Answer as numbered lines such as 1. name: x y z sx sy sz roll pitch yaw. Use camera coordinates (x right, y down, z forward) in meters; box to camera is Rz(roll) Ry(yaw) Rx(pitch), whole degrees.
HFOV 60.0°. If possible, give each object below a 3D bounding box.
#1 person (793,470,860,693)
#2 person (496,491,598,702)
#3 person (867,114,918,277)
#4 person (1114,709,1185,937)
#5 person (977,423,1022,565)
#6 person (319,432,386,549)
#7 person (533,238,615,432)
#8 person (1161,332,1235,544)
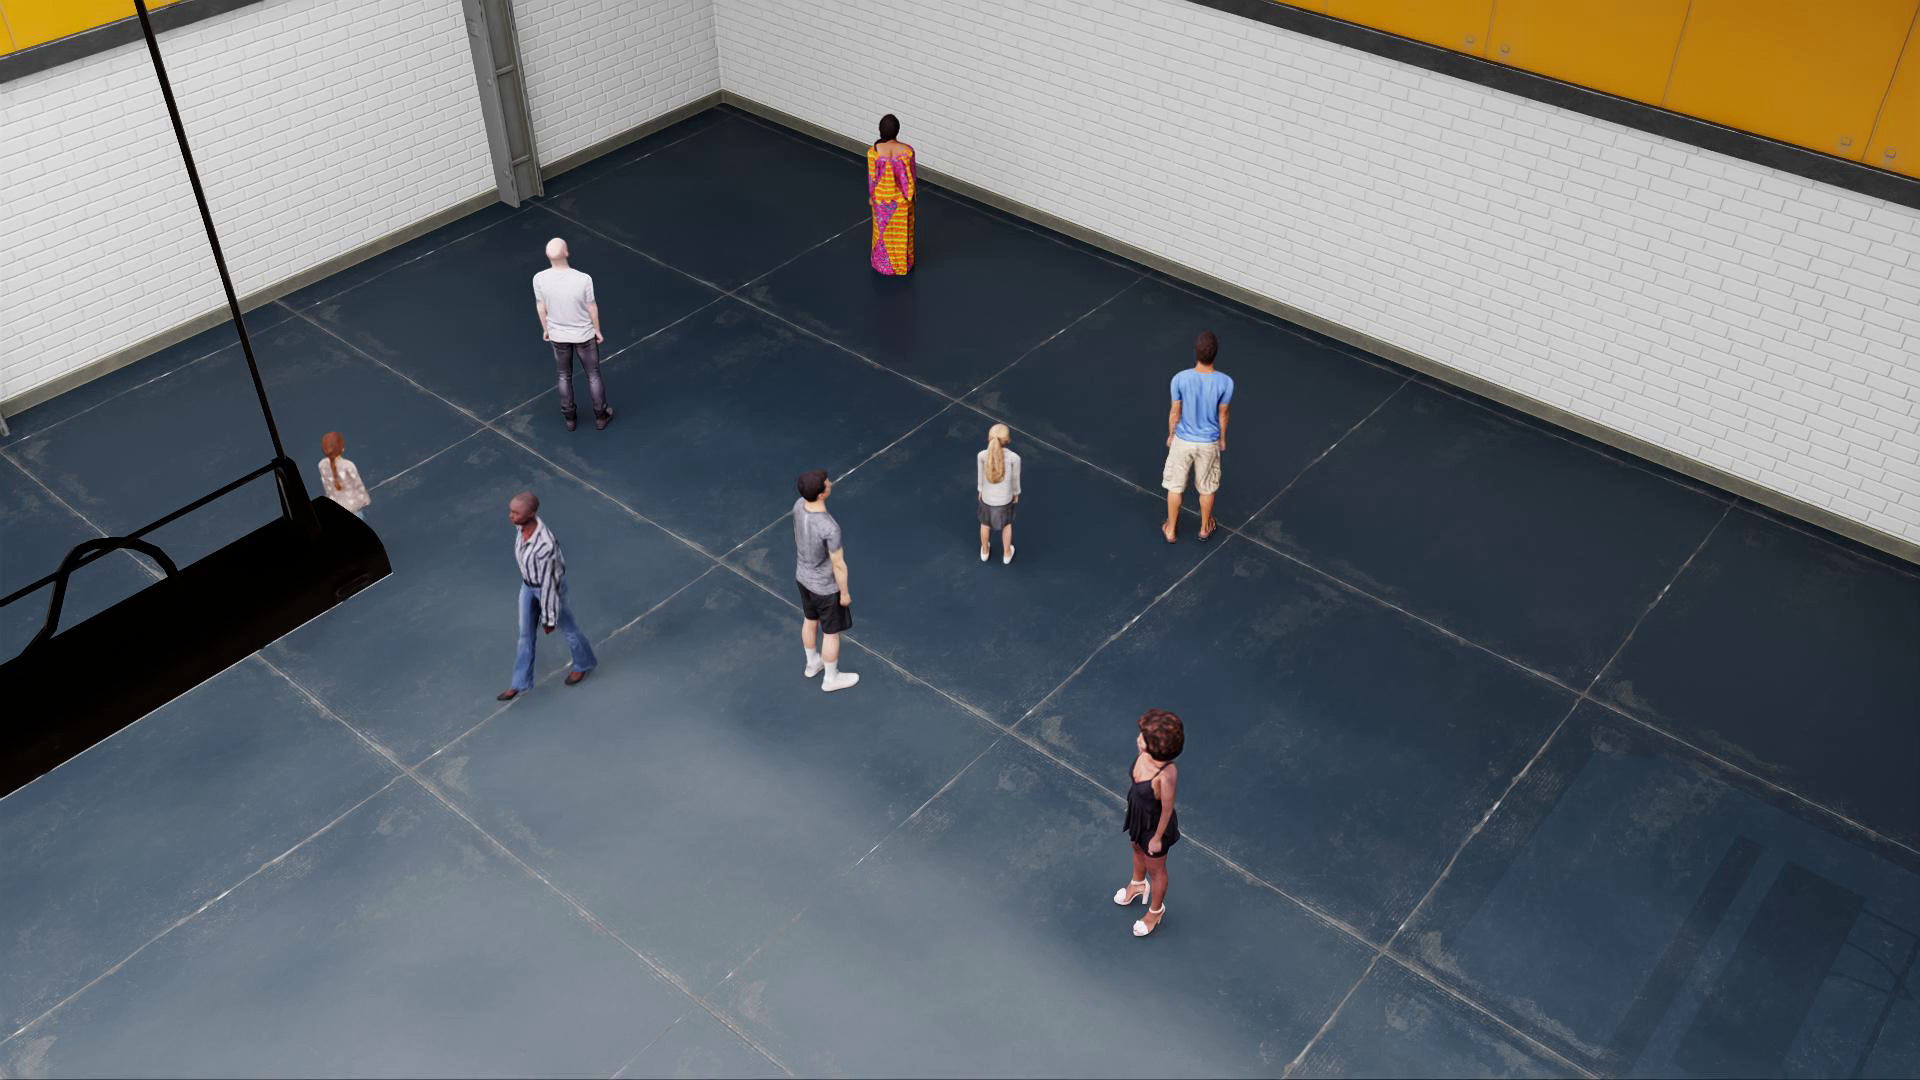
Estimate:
1. person: -0.996 0.271 11.762 0.610 1.872 0.695 -27 46 -30
2. person: -2.838 0.354 11.740 1.026 1.769 0.739 -30 47 -32
3. person: -0.689 -3.479 16.609 0.778 1.682 0.843 -5 39 -6
4. person: 1.156 1.692 10.048 0.675 1.790 0.644 -13 40 -15
5. person: 0.292 -0.368 13.040 0.594 1.275 0.641 4 39 5
6. person: -4.819 -0.328 13.056 0.569 1.192 0.593 7 39 8
7. person: -3.351 -1.769 14.348 0.756 1.832 0.797 0 39 0
8. person: 1.862 -0.798 13.101 0.768 1.872 0.808 6 39 7
